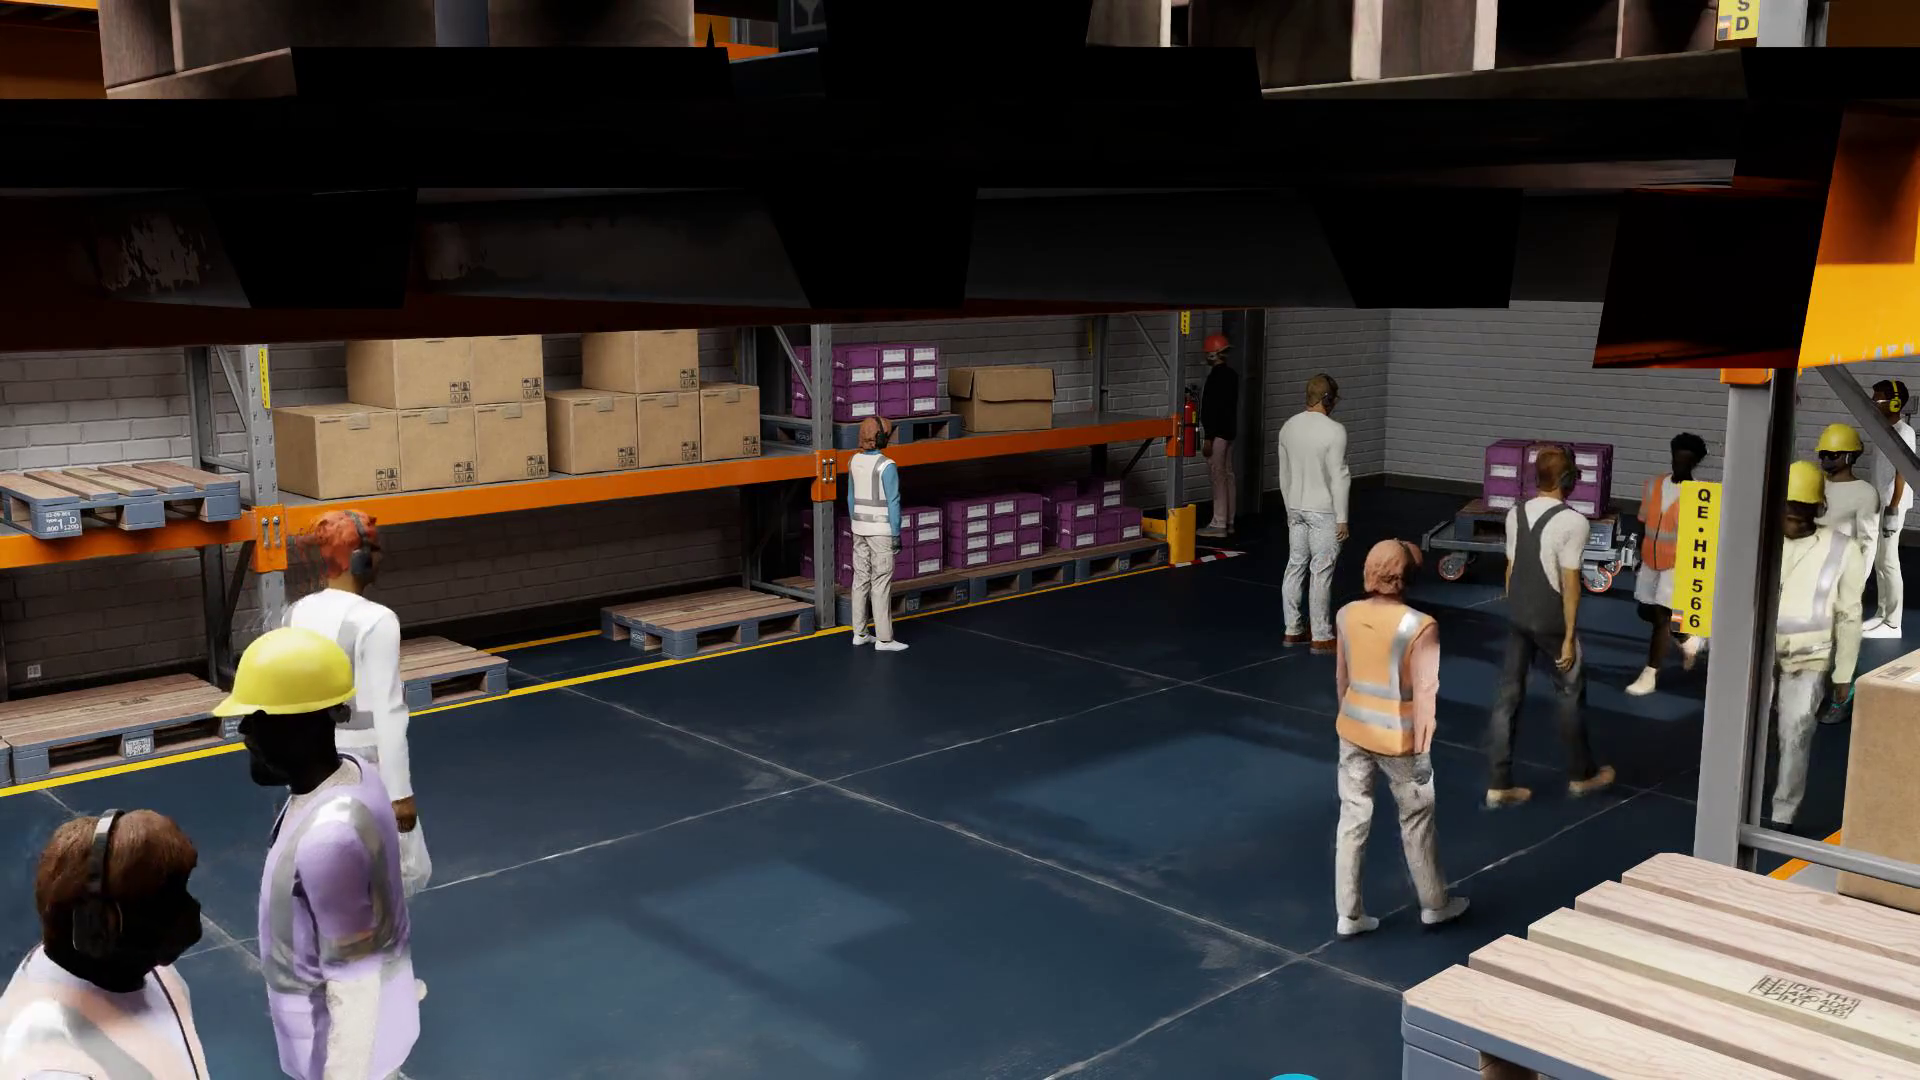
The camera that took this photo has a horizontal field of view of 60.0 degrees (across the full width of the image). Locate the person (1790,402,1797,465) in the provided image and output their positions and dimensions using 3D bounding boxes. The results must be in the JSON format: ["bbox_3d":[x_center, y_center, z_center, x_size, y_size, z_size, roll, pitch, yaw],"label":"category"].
[{"bbox_3d":[7.240,-0.591,14.856,0.520,1.618,0.511,3,10,15],"label":"person"}]

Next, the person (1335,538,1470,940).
[{"bbox_3d":[1.771,0.790,6.712,0.659,1.615,0.545,-7,12,-37],"label":"person"}]

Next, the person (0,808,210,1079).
[{"bbox_3d":[-1.399,1.345,2.936,0.854,1.809,0.642,-3,10,-19],"label":"person"}]

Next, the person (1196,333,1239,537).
[{"bbox_3d":[2.517,-1.027,16.291,0.396,1.990,0.621,5,11,28],"label":"person"}]

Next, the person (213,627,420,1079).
[{"bbox_3d":[-1.432,1.142,3.789,0.388,1.926,0.590,-4,10,-20],"label":"person"}]

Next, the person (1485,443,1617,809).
[{"bbox_3d":[2.978,0.423,8.315,0.901,1.809,0.528,-6,11,-30],"label":"person"}]

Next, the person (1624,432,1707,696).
[{"bbox_3d":[4.496,0.140,10.385,0.635,1.671,0.545,-5,11,-27],"label":"person"}]

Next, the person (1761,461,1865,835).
[{"bbox_3d":[3.790,0.535,7.652,0.618,1.814,0.432,7,12,36],"label":"person"}]

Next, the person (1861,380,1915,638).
[{"bbox_3d":[6.664,-0.221,11.973,0.323,1.862,0.511,3,10,15],"label":"person"}]

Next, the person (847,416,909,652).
[{"bbox_3d":[-0.588,-0.040,11.547,0.306,1.640,0.522,-9,13,-41],"label":"person"}]

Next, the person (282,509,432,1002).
[{"bbox_3d":[-2.134,0.825,5.809,0.604,1.871,0.489,7,12,36],"label":"person"}]

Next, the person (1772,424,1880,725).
[{"bbox_3d":[5.119,0.197,9.794,0.313,1.769,0.525,-4,11,-23],"label":"person"}]

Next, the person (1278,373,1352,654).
[{"bbox_3d":[2.462,-0.183,11.516,0.372,1.938,0.630,-6,11,-31],"label":"person"}]
